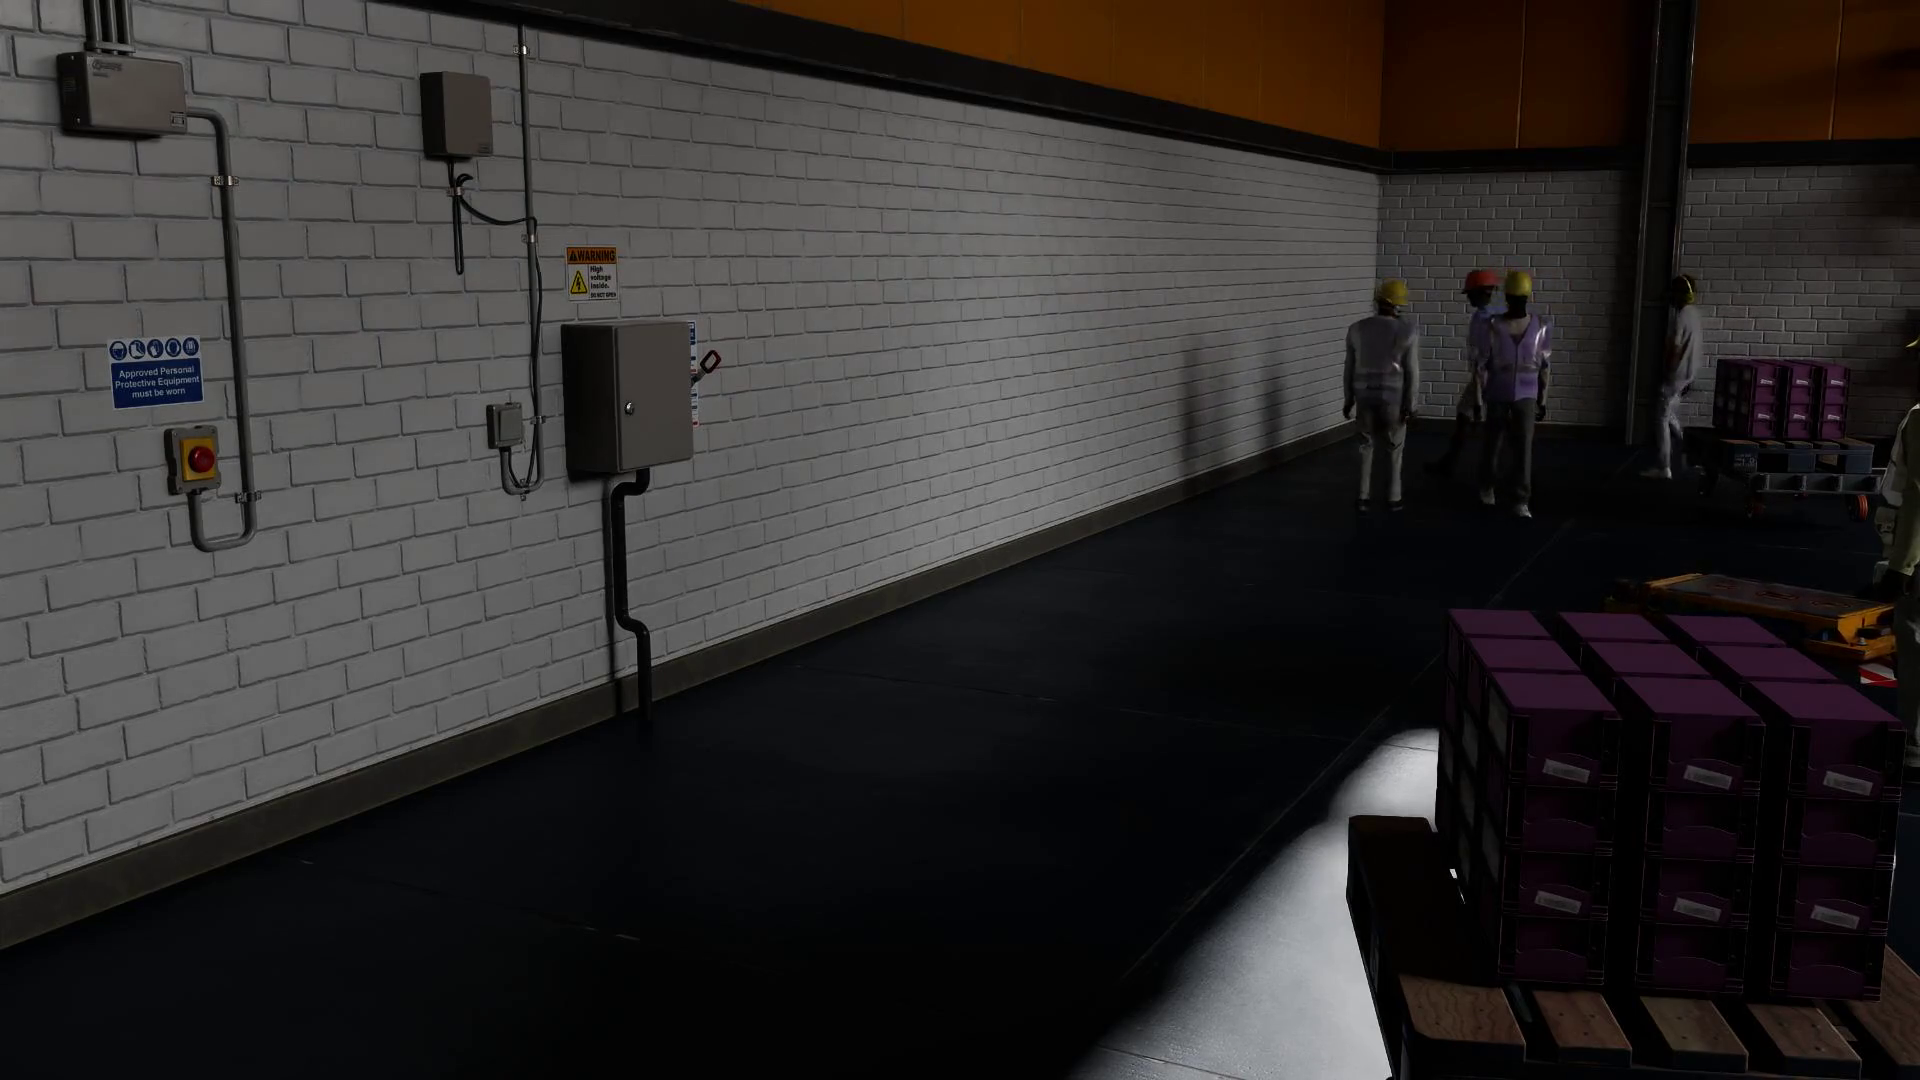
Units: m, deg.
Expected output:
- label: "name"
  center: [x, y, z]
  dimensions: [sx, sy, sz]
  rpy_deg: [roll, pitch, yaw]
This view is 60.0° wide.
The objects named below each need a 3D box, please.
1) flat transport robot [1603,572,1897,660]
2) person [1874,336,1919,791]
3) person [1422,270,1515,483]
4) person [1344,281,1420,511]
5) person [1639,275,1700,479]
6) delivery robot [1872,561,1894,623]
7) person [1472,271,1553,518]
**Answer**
- label: "flat transport robot"
  center: [4.247, 0.374, 8.828]
  dimensions: [0.652, 0.197, 1.431]
  rpy_deg: [-7, 12, -35]
- label: "person"
  center: [3.688, 0.030, 6.300]
  dimensions: [0.590, 1.833, 0.404]
  rpy_deg: [-7, 12, -34]
- label: "person"
  center: [4.644, -1.441, 14.696]
  dimensions: [0.558, 1.882, 1.029]
  rpy_deg: [-9, 13, -42]
- label: "person"
  center: [3.316, -1.109, 13.037]
  dimensions: [0.613, 1.813, 0.455]
  rpy_deg: [7, 12, 33]
- label: "person"
  center: [6.328, -1.439, 14.811]
  dimensions: [0.420, 1.831, 0.552]
  rpy_deg: [8, 13, 40]
- label: "delivery robot"
  center: [5.133, 0.209, 8.690]
  dimensions: [0.707, 0.478, 0.477]
  rpy_deg: [-5, 11, -25]
- label: "person"
  center: [4.317, -1.159, 13.056]
  dimensions: [0.591, 1.894, 0.937]
  rpy_deg: [2, 10, 12]
